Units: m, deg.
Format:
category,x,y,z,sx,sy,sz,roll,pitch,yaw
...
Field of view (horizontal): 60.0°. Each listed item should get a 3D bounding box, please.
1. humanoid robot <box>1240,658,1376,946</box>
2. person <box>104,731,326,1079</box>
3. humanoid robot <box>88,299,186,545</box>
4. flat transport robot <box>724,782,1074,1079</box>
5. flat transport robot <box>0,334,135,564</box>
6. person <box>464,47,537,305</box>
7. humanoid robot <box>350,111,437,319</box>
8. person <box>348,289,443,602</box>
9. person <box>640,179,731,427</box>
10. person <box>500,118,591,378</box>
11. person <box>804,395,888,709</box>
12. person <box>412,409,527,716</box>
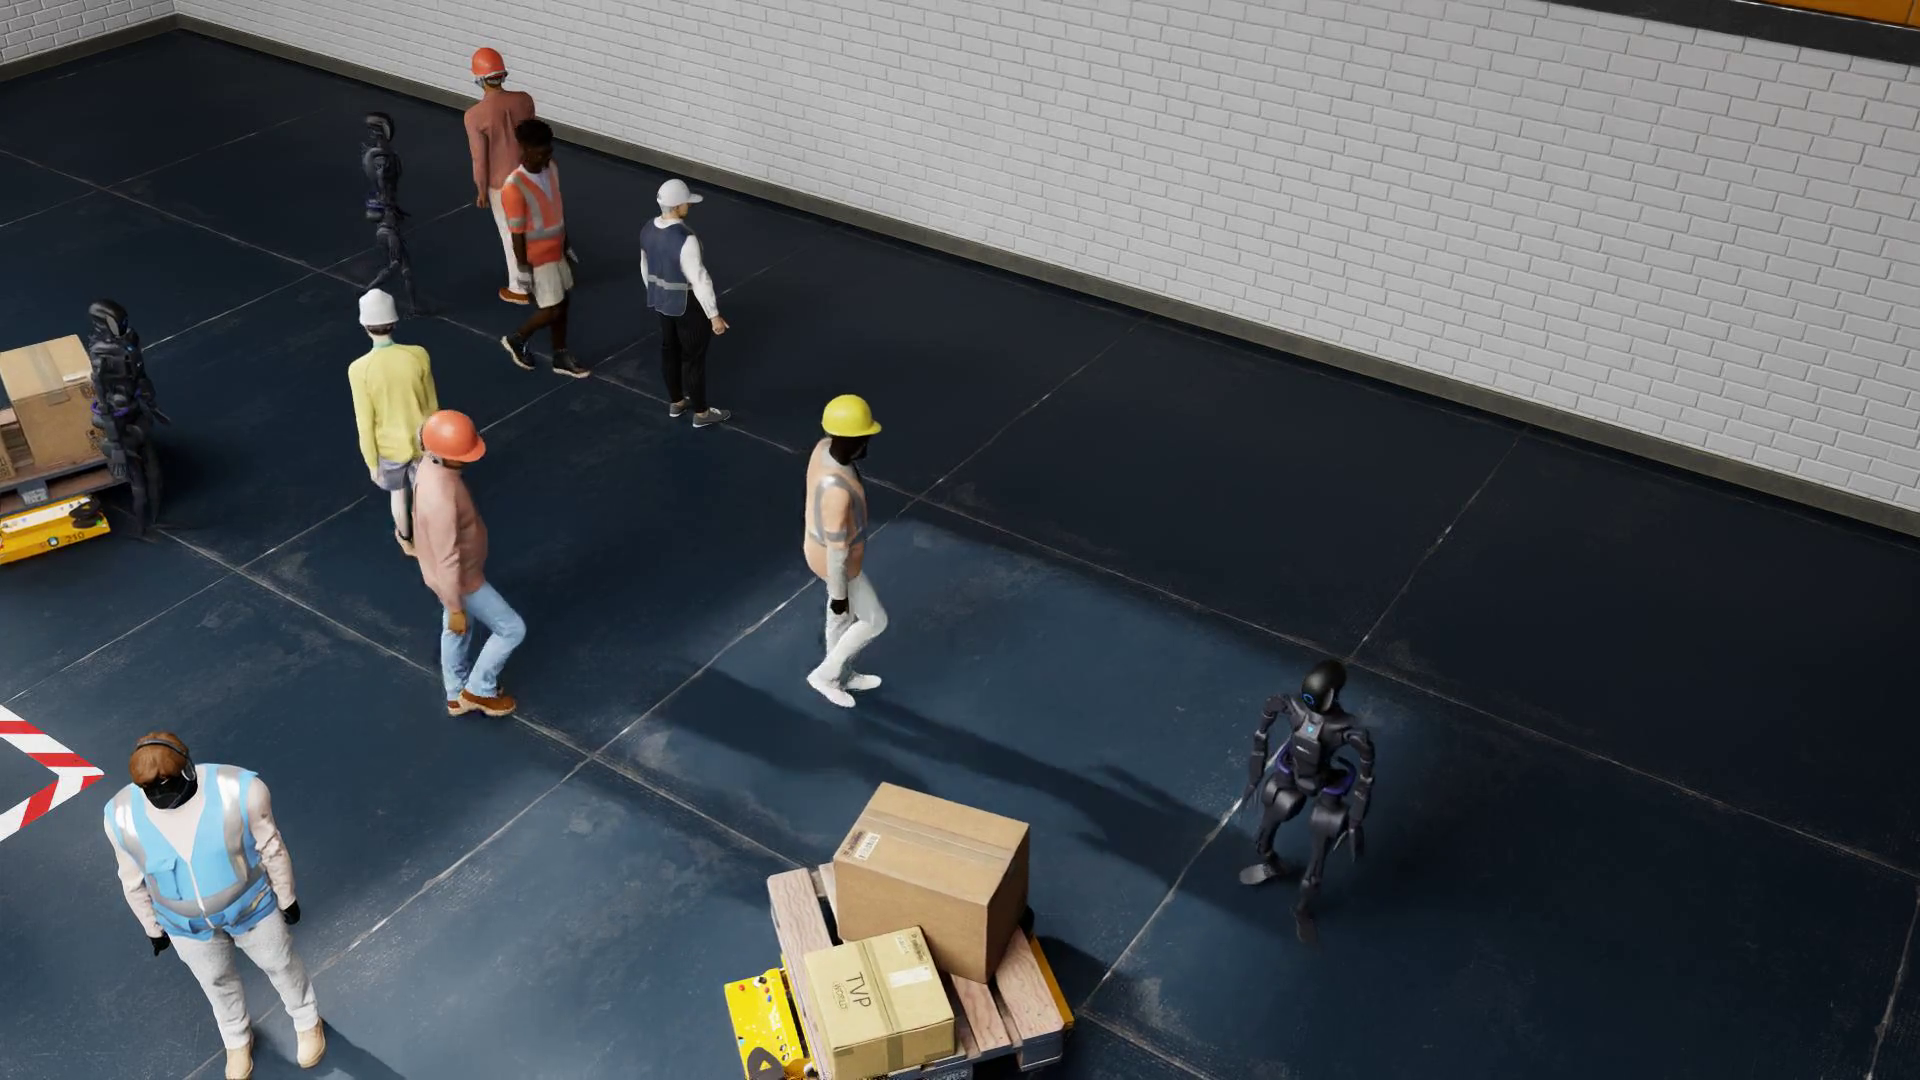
category,x,y,z,sx,sy,sz,roll,pitch,yaw
humanoid robot,1.573,1.120,7.442,0.619,1.645,0.475,22,40,28
person,-3.017,1.496,6.766,0.627,1.837,0.429,-9,36,-13
humanoid robot,-5.027,-0.706,10.066,0.380,1.646,0.591,0,35,0
flat transport robot,-0.276,2.037,7.353,1.431,0.231,0.659,-10,36,-14
flat transport robot,-6.012,-0.348,10.760,0.659,0.231,1.431,-21,40,-27
person,-3.453,-2.768,12.716,0.389,1.995,0.611,27,43,33
humanoid robot,-4.395,-2.431,12.546,0.647,1.645,0.606,-1,35,-1
person,-3.262,-0.581,9.728,0.486,1.836,0.915,-15,38,-21
person,-1.878,-1.594,11.246,0.763,1.753,0.448,27,43,33
person,-2.974,-2.027,11.701,0.527,1.944,0.620,10,36,13
person,-0.597,0.077,8.727,0.424,1.910,0.581,-8,36,-11
person,-2.566,0.158,8.569,0.520,1.951,0.708,-13,37,-17
